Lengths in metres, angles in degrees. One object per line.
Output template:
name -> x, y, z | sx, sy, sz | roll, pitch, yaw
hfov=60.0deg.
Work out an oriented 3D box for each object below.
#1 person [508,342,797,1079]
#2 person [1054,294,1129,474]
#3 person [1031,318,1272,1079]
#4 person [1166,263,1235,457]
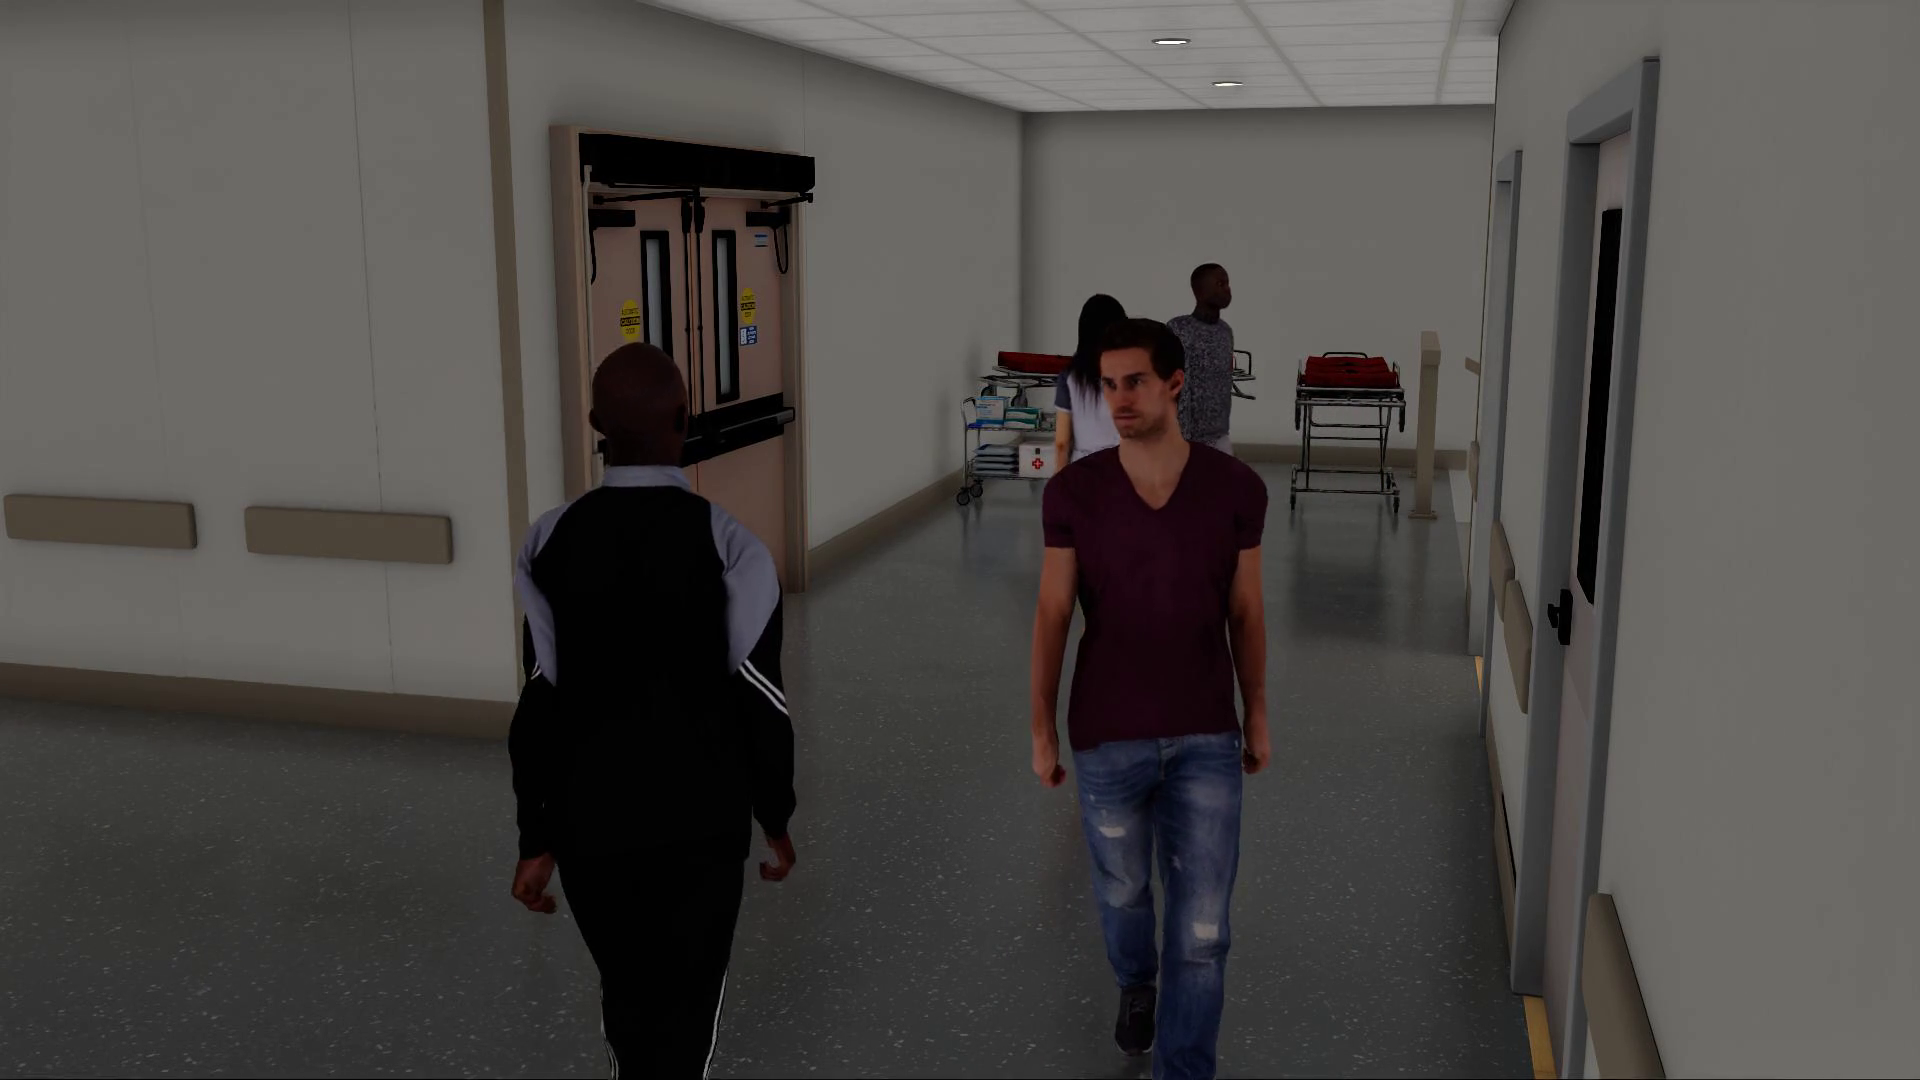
person -> -0.605, 0.563, 3.072 | 0.758, 1.803, 1.197 | 2, 11, 9
person -> 0.636, -0.198, 7.333 | 0.623, 1.708, 1.018 | 2, 11, 10
person -> 0.443, 0.426, 3.827 | 0.756, 1.788, 1.188 | 2, 11, 9
person -> 1.178, -0.519, 8.752 | 1.169, 1.810, 1.133 | -9, 14, -40
